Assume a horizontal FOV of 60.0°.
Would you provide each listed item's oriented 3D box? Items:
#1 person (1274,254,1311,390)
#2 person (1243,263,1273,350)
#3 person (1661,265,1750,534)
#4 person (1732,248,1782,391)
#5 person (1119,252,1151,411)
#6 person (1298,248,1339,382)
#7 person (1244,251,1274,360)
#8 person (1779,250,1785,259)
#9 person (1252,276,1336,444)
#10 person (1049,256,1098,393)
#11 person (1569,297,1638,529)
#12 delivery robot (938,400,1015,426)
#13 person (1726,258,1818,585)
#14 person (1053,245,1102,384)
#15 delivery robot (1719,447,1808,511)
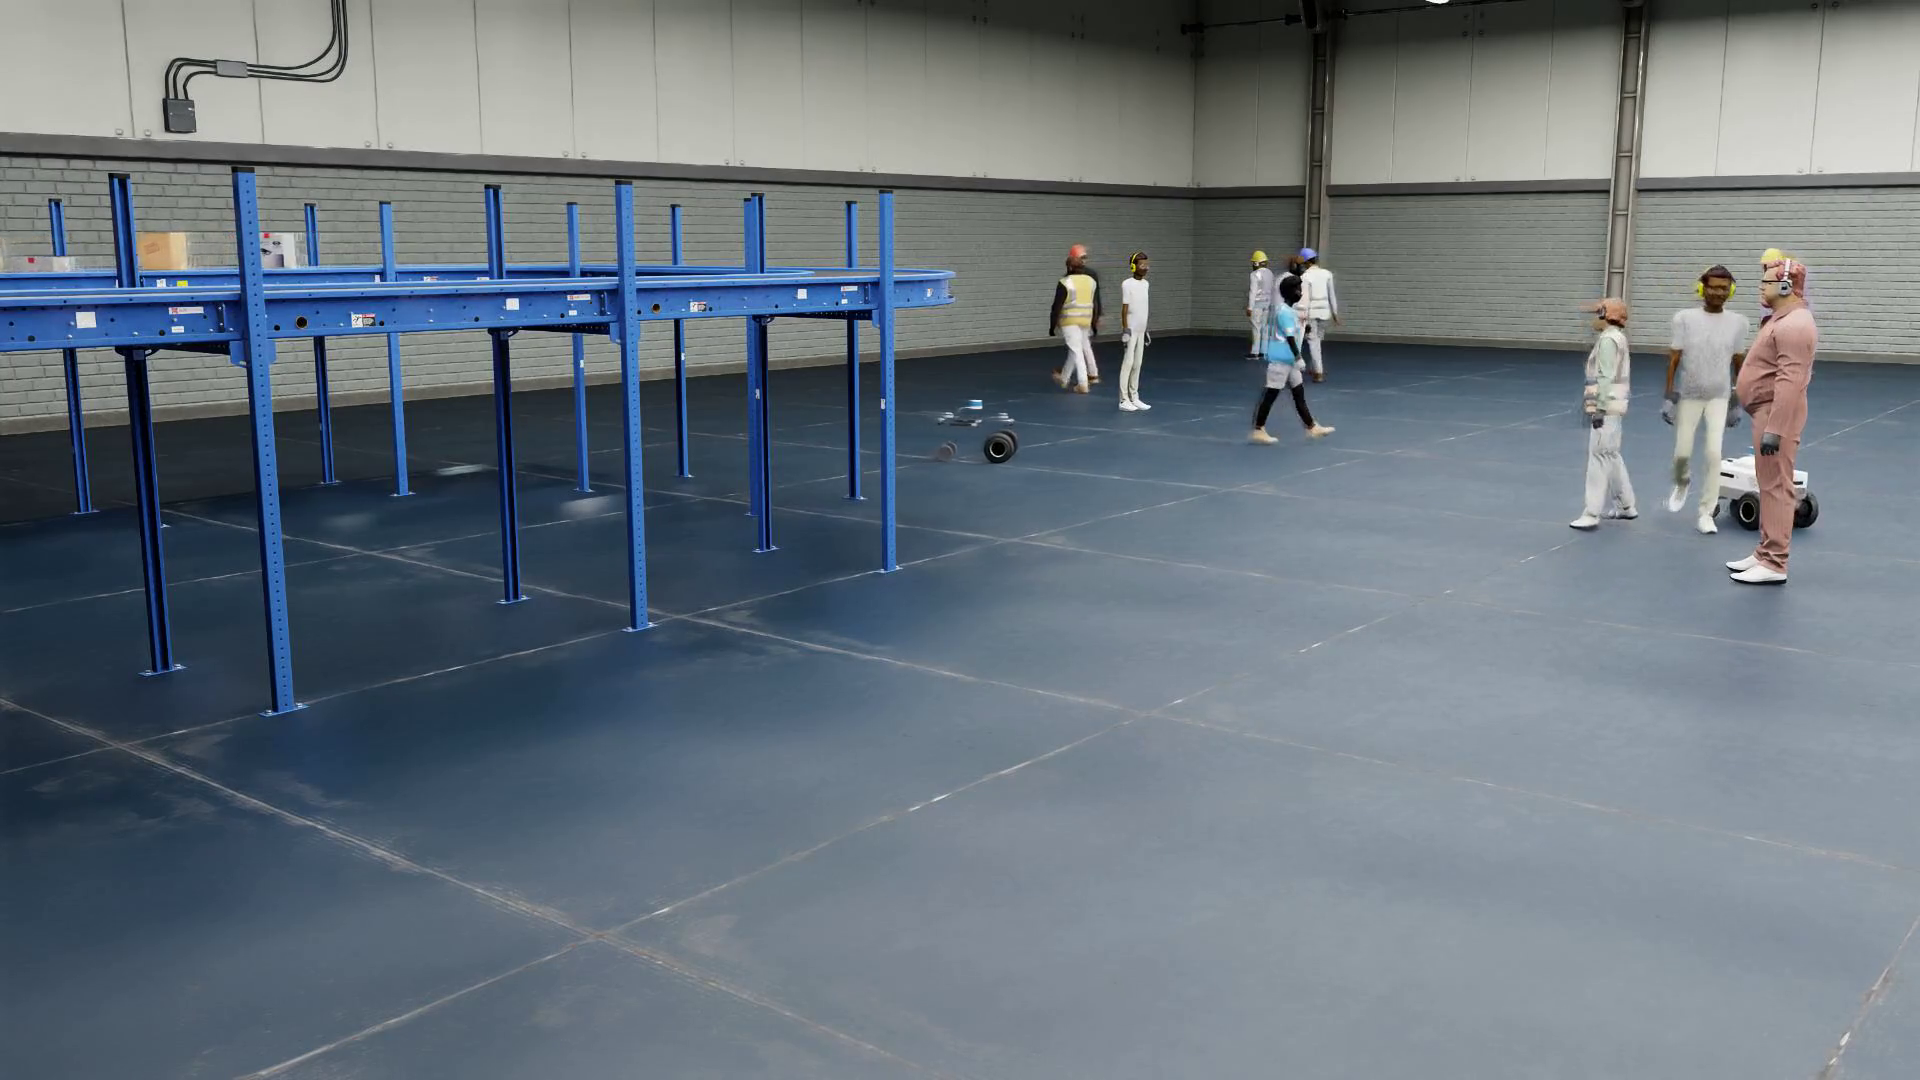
[{"bbox_3d":[4.516,-2.943,22.507,0.435,1.827,0.621,9,14,42],"label":"person"},{"bbox_3d":[5.450,-4.337,30.433,0.524,1.752,0.363,-4,11,-19],"label":"person"},{"bbox_3d":[5.233,-1.005,11.705,0.565,1.851,0.620,3,11,19],"label":"person"},{"bbox_3d":[10.628,-2.883,21.950,0.792,1.896,0.594,-2,10,-10],"label":"person"},{"bbox_3d":[2.105,-2.482,19.825,0.329,1.871,0.513,8,13,38],"label":"person"},{"bbox_3d":[5.047,-3.238,23.950,0.673,1.889,0.821,-4,11,-21],"label":"person"},{"bbox_3d":[5.059,-3.984,28.243,0.404,1.836,0.590,9,14,41],"label":"person"},{"bbox_3d":[12.107,-3.324,24.490,0.520,1.870,0.666,8,13,37],"label":"person"},{"bbox_3d":[3.308,-1.769,16.446,0.838,1.656,0.548,3,11,16],"label":"person"},{"bbox_3d":[1.474,-2.888,22.272,0.657,1.791,0.941,-7,12,-34],"label":"person"},{"bbox_3d":[4.608,-0.896,11.741,0.402,1.614,0.630,5,11,25],"label":"person"},{"bbox_3d":[0.153,-1.180,15.391,0.698,0.223,0.335,2,10,8],"label":"delivery robot"},{"bbox_3d":[4.810,-0.702,9.861,0.409,1.909,0.640,4,11,23],"label":"person"},{"bbox_3d":[1.664,-3.199,23.620,0.640,1.933,1.040,-9,13,-40],"label":"person"},{"bbox_3d":[5.712,-0.429,11.934,0.477,0.478,0.707,-3,10,-15],"label":"delivery robot"}]
